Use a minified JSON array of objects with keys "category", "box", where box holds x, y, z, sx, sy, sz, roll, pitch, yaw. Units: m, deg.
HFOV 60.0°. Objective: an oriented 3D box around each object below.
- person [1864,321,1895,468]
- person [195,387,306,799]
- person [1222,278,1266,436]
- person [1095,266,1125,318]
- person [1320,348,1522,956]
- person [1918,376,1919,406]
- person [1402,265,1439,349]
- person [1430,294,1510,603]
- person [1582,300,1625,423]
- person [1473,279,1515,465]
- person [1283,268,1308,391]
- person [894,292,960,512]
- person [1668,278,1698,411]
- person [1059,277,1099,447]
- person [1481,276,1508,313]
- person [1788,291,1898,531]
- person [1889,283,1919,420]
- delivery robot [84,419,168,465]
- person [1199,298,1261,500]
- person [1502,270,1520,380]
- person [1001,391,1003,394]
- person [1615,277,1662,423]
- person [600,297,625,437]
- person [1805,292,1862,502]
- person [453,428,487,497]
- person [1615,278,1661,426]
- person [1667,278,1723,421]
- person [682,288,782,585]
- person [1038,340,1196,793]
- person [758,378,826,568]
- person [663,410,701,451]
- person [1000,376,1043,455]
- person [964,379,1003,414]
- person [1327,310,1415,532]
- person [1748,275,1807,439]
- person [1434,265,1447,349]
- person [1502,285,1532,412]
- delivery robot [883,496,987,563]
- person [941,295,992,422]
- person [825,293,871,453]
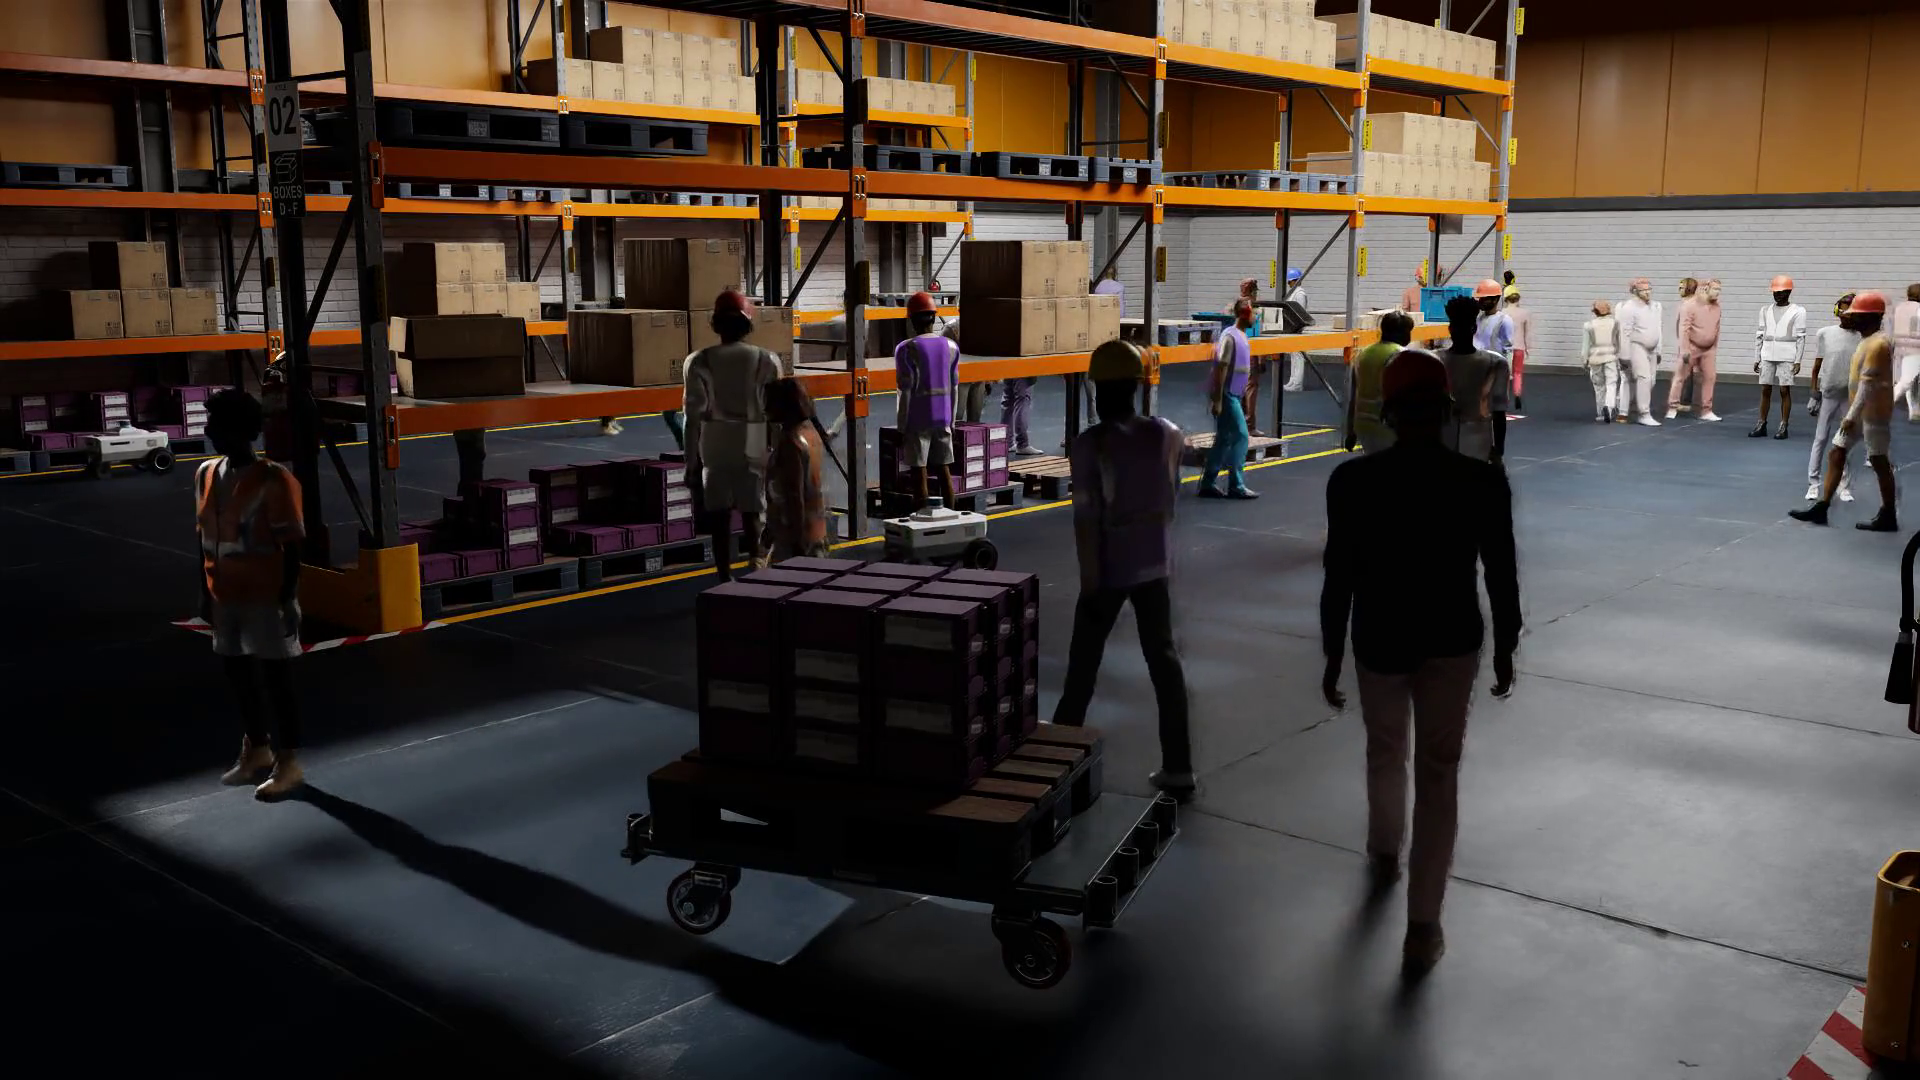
[{"category":"person","box":[9.382,-1.567,17.260,0.529,1.611,0.759,2,10,12]},{"category":"person","box":[-2.931,0.216,6.860,0.540,1.695,0.316,5,11,24]},{"category":"person","box":[3.446,-2.192,20.018,0.396,1.899,0.636,-9,13,-40]},{"category":"person","box":[2.731,-4.052,30.472,0.634,1.936,0.351,6,11,30]},{"category":"person","box":[1.543,0.330,5.574,0.650,1.925,1.085,2,10,13]},{"category":"person","box":[13.972,-2.876,23.773,0.631,1.940,0.372,4,11,22]},{"category":"person","box":[7.188,-3.287,25.954,0.623,1.992,0.392,-1,10,-7]},{"category":"person","box":[3.158,-0.572,10.575,0.614,1.963,0.362,3,10,16]},{"category":"person","box":[8.293,-2.292,21.432,0.545,1.603,0.724,3,10,16]},{"category":"person","box":[5.410,-1.703,17.094,0.376,1.935,0.550,-5,11,-26]},{"category":"person","box":[5.301,-3.321,26.302,0.400,1.940,0.604,0,10,1]},{"category":"person","box":[-0.268,-0.886,12.477,0.546,1.928,0.385,-7,12,-33]},{"category":"person","box":[10.073,-2.709,23.086,0.331,1.844,0.521,5,11,27]},{"category":"person","box":[1.407,-2.010,18.843,0.629,1.940,0.378,3,10,14]},{"category":"person","box":[8.665,-3.393,27.028,0.404,1.829,0.591,-1,10,-4]},{"category":"person","box":[7.123,-1.019,13.289,0.901,1.905,0.550,2,10,13]},{"category":"person","box":[12.352,-2.442,21.667,0.914,1.809,0.628,-2,10,-12]},{"category":"delivery robot","box":[-8.263,-0.952,16.488,0.477,0.478,0.707,9,14,43]},{"category":"person","box":[2.478,-1.263,14.952,0.656,1.803,0.607,3,10,17]},{"category":"person","box":[9.364,-3.679,28.536,0.517,1.873,0.328,7,12,35]},{"category":"person","box":[0.851,-3.123,25.522,0.405,1.823,0.591,-9,13,-42]},{"category":"person","box":[8.732,-2.446,21.488,0.575,1.881,0.356,3,10,15]},{"category":"person","box":[-4.151,-2.081,19.997,0.533,1.665,0.548,-9,13,-41]},{"category":"person","box":[7.860,-1.271,14.849,0.512,1.865,0.329,3,10,18]},{"category":"person","box":[-3.649,-0.736,12.455,0.264,1.632,0.507,-6,11,-29]},{"category":"person","box":[8.705,-2.407,21.280,0.660,1.868,0.731,-7,12,-33]},{"category":"person","box":[9.675,-2.494,21.847,0.666,1.864,0.689,-3,10,-16]},{"category":"person","box":[-1.382,-0.527,10.206,0.627,2.017,0.678,-2,10,-11]},{"category":"person","box":[0.687,0.095,7.055,0.593,1.874,1.006,-5,11,-27]},{"category":"person","box":[-0.940,-0.013,8.431,0.726,1.610,0.520,1,10,6]},{"category":"person","box":[-2.805,-1.595,17.013,0.617,1.751,0.381,6,12,32]},{"category":"person","box":[0.655,-1.886,18.226,0.408,1.909,0.642,-6,12,-31]},{"category":"person","box":[0.461,-2.549,22.550,0.786,1.714,0.492,2,10,13]},{"category":"person","box":[3.071,-0.802,12.389,0.809,1.810,0.657,-4,11,-21]},{"category":"person","box":[9.674,-2.157,19.684,0.374,1.935,0.552,-9,13,-40]},{"category":"person","box":[7.667,-3.434,26.763,0.508,2.003,0.649,3,10,18]},{"category":"person","box":[7.581,-2.631,22.906,0.540,1.750,0.416,1,10,6]},{"category":"delivery robot","box":[-0.171,-0.054,11.378,0.707,0.478,0.477,-7,12,-35]},{"category":"person","box":[0.086,-1.666,17.184,0.589,1.833,0.404,-7,12,-35]},{"category":"person","box":[-1.246,-1.861,18.321,0.542,1.839,0.845,7,12,37]}]
